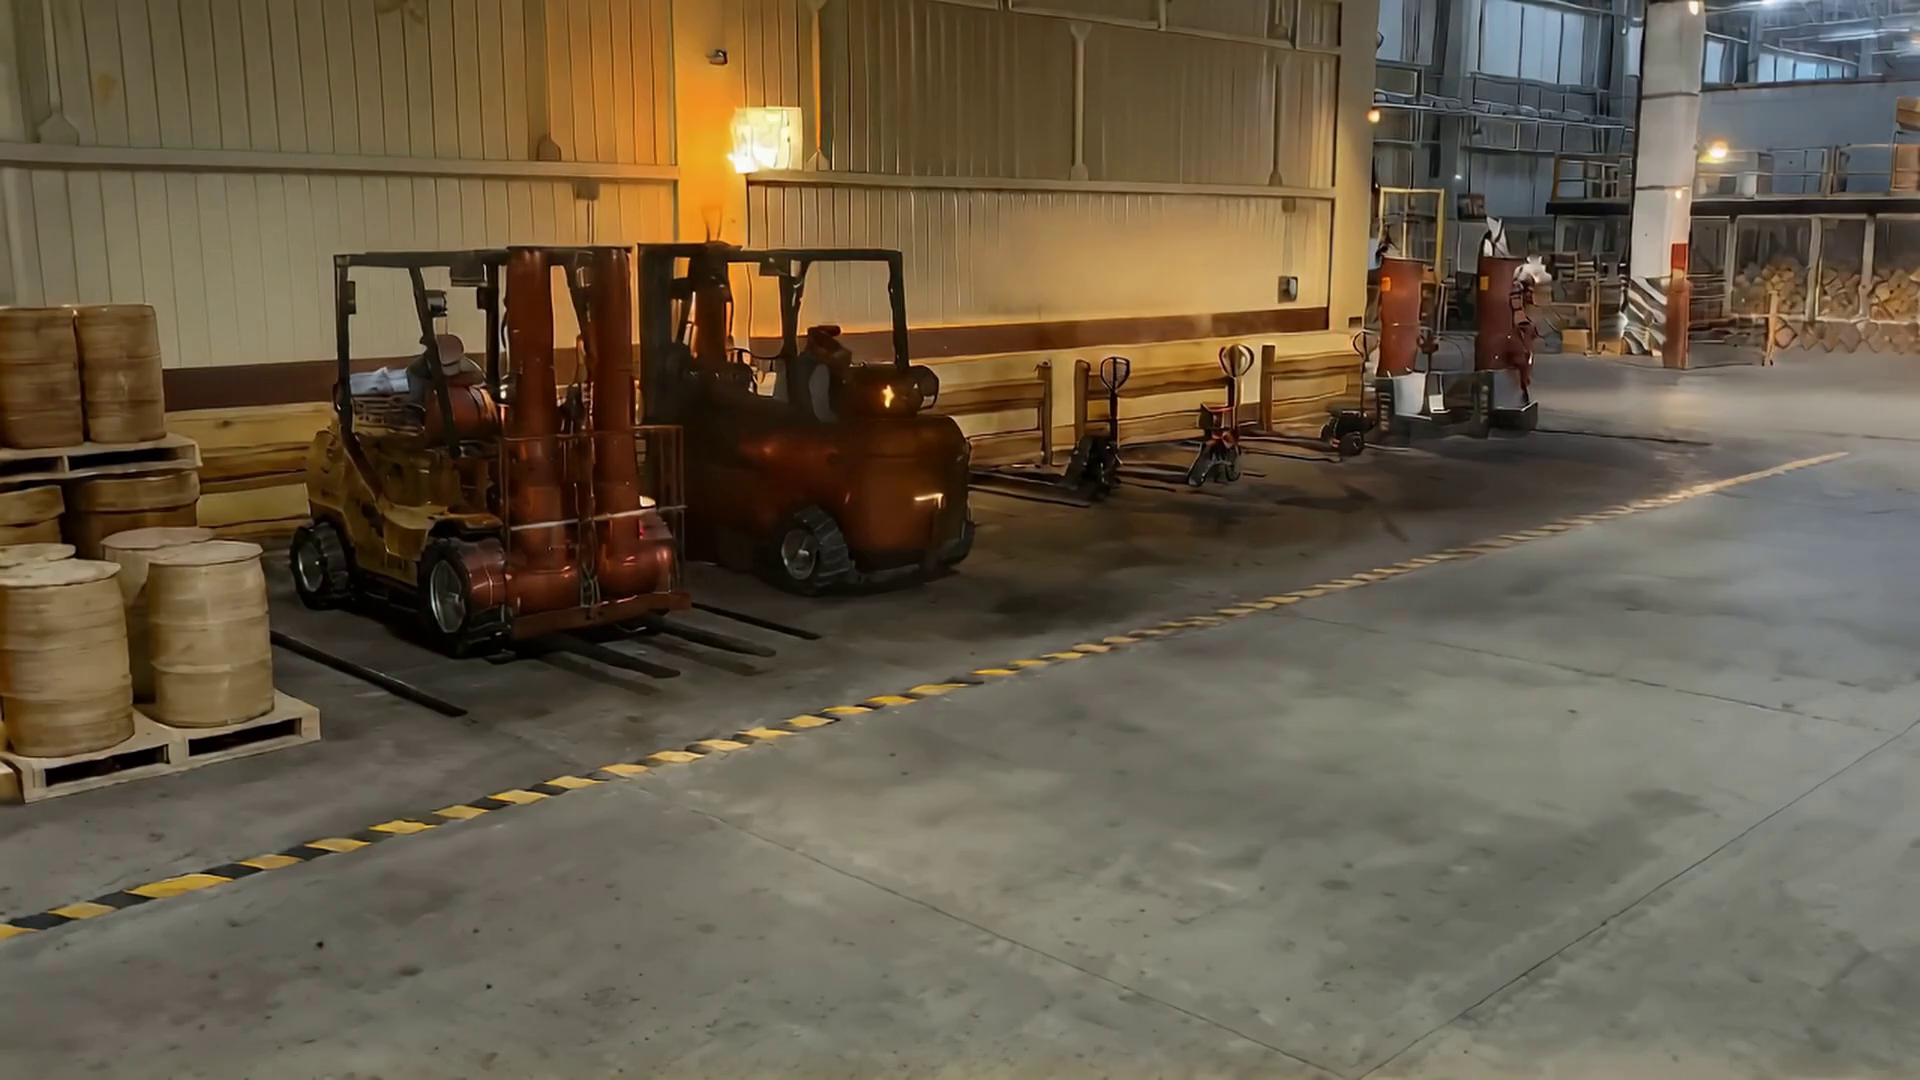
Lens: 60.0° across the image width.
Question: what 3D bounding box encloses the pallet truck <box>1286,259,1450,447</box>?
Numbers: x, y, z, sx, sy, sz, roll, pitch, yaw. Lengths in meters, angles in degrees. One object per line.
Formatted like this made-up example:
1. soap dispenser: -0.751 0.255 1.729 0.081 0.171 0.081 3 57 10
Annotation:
1. pallet truck: 4.493 -2.078 18.196 0.823 1.965 1.885 -9 14 -40

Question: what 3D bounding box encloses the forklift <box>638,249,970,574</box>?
1. forklift: -1.173 -0.958 11.239 2.680 1.987 1.157 10 14 43

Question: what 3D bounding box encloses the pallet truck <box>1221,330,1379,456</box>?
1. pallet truck: 3.563 -1.581 17.381 0.653 1.274 1.630 -10 14 -44

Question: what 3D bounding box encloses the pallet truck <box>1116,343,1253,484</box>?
1. pallet truck: 1.962 -1.215 15.415 1.522 1.261 0.704 10 14 43

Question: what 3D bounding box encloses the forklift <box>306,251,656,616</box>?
1. forklift: -2.833 -0.669 9.694 1.157 1.987 2.680 -10 14 -44

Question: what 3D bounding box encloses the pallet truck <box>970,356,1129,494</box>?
1. pallet truck: 0.784 -1.085 14.876 0.680 1.201 1.601 -10 14 -44

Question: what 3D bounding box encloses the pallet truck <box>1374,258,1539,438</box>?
1. pallet truck: 5.704 -2.208 18.901 1.885 1.965 0.823 10 14 43
